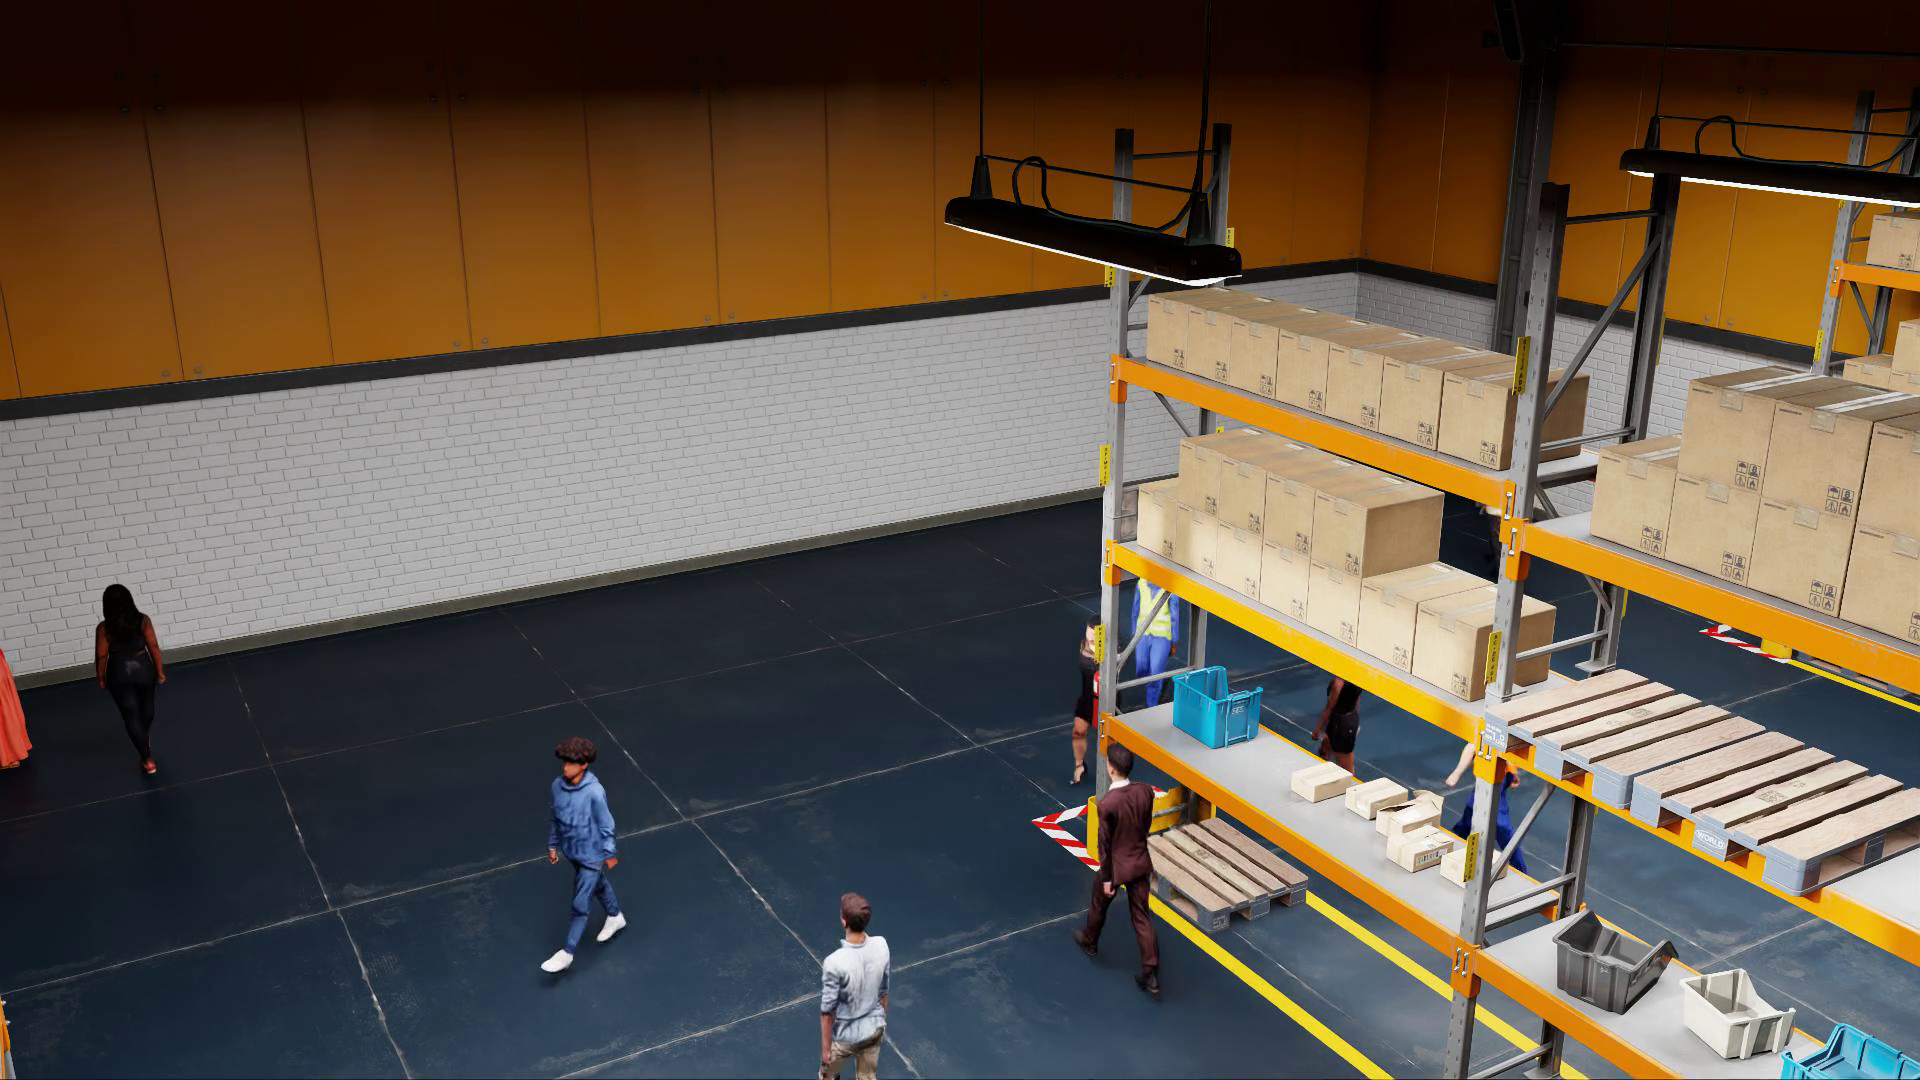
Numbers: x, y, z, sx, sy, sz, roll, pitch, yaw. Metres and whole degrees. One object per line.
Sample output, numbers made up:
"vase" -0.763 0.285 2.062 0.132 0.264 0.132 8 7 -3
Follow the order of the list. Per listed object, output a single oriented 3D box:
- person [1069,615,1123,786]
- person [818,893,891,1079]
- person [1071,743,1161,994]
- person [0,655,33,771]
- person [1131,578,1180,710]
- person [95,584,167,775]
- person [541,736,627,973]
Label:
"person" 1.323 1.446 15.093 0.678 1.691 0.785 17 25 41
"person" -0.589 3.041 10.127 0.697 1.839 0.729 -14 23 -35
"person" 1.247 2.411 12.040 0.731 1.812 1.225 -9 20 -24
"person" -9.013 1.266 15.456 0.757 1.801 0.611 -4 19 -13
"person" 1.968 0.931 16.461 1.049 1.796 1.007 11 22 30
"person" -7.635 1.312 15.367 0.805 1.772 1.183 -14 23 -36
"person" -2.759 2.287 12.475 1.198 1.768 1.083 12 22 32
